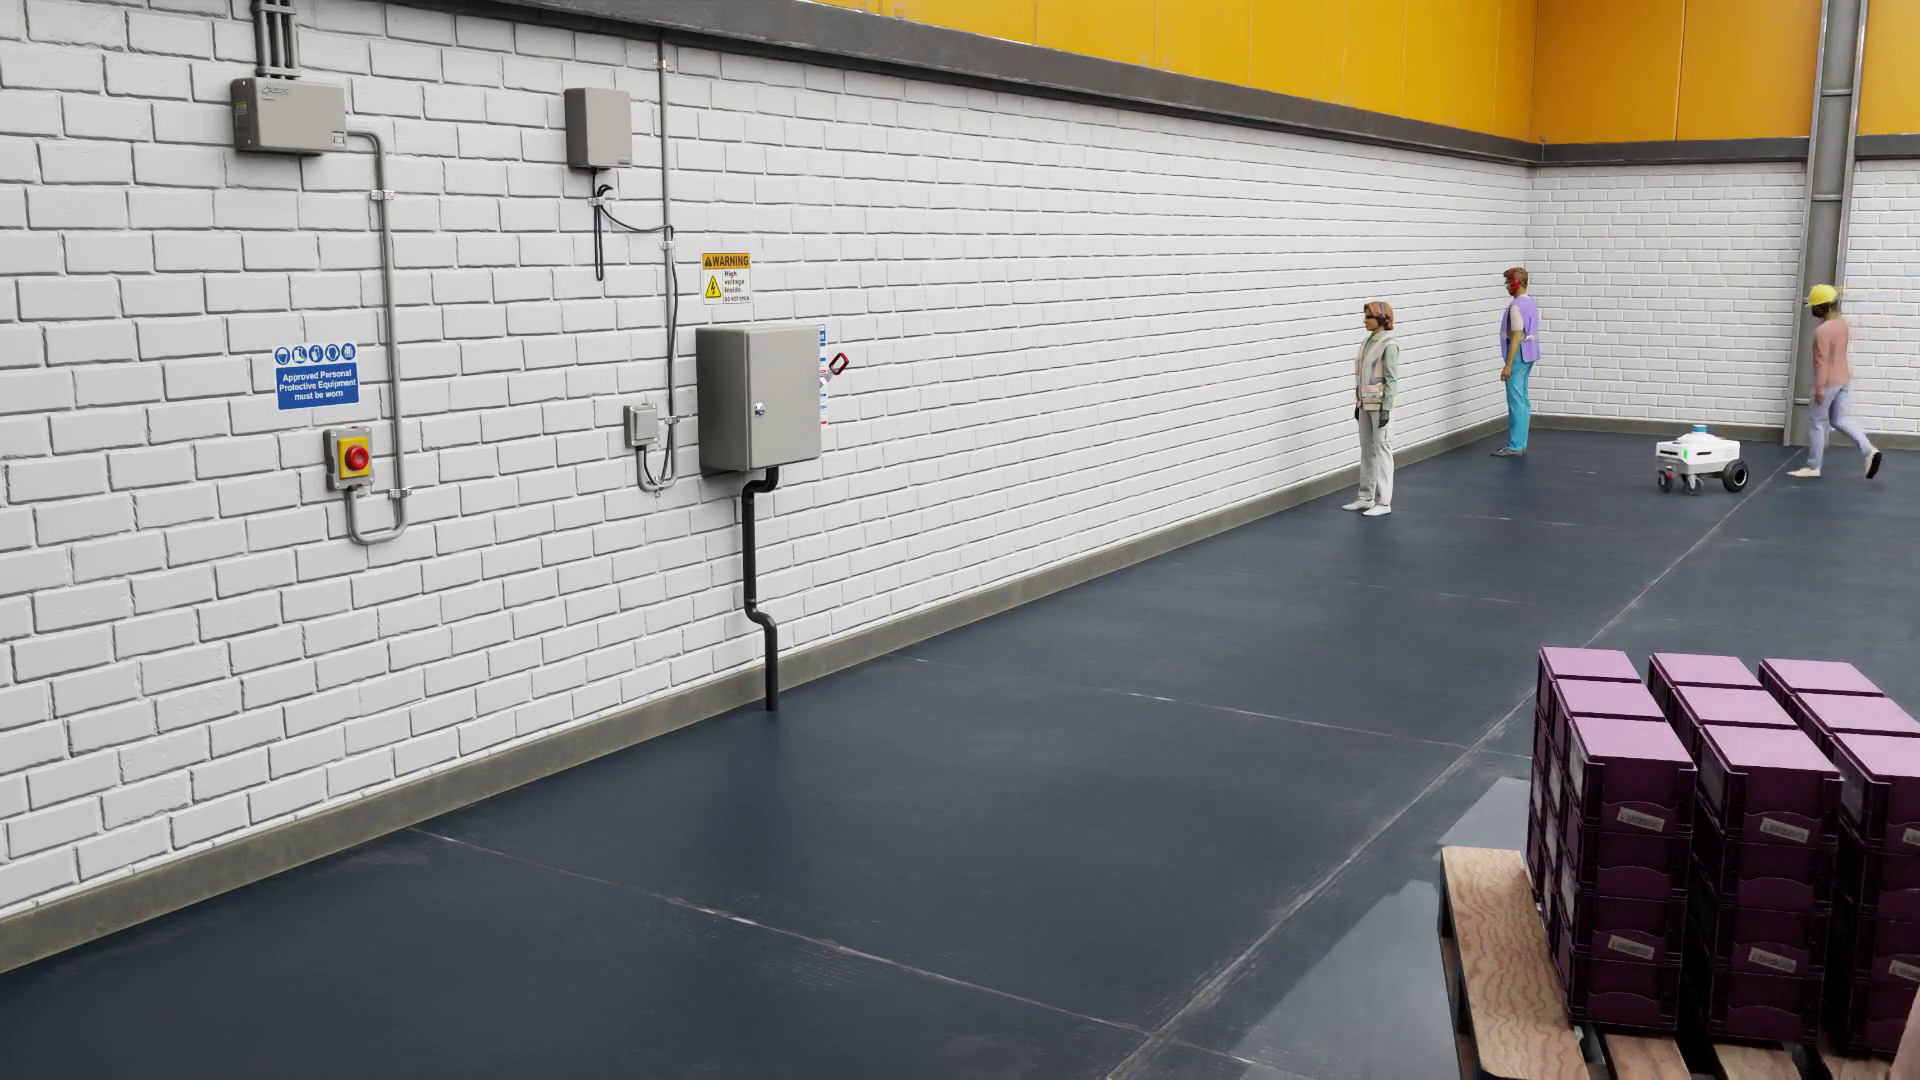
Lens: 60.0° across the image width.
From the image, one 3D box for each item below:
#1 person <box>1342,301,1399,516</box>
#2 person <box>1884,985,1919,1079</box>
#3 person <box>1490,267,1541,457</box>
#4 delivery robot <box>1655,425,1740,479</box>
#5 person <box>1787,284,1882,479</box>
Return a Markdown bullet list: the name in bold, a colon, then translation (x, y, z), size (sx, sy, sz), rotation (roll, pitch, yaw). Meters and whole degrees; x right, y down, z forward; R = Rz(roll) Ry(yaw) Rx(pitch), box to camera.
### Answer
- **person**: translation (3.183, -1.006, 12.755), size (0.309, 1.641, 0.514), rotation (-3, 11, -14)
- **person**: translation (1.236, 0.907, 1.709), size (0.972, 1.796, 0.620), rotation (7, 12, 34)
- **person**: translation (5.419, -1.717, 16.147), size (0.389, 1.837, 0.563), rotation (7, 12, 32)
- **delivery robot**: translation (6.174, -0.722, 13.927), size (0.707, 0.478, 0.477), rotation (-5, 11, -27)
- **person**: translation (7.672, -1.361, 14.504), size (0.570, 1.726, 0.721), rotation (-8, 13, -39)
